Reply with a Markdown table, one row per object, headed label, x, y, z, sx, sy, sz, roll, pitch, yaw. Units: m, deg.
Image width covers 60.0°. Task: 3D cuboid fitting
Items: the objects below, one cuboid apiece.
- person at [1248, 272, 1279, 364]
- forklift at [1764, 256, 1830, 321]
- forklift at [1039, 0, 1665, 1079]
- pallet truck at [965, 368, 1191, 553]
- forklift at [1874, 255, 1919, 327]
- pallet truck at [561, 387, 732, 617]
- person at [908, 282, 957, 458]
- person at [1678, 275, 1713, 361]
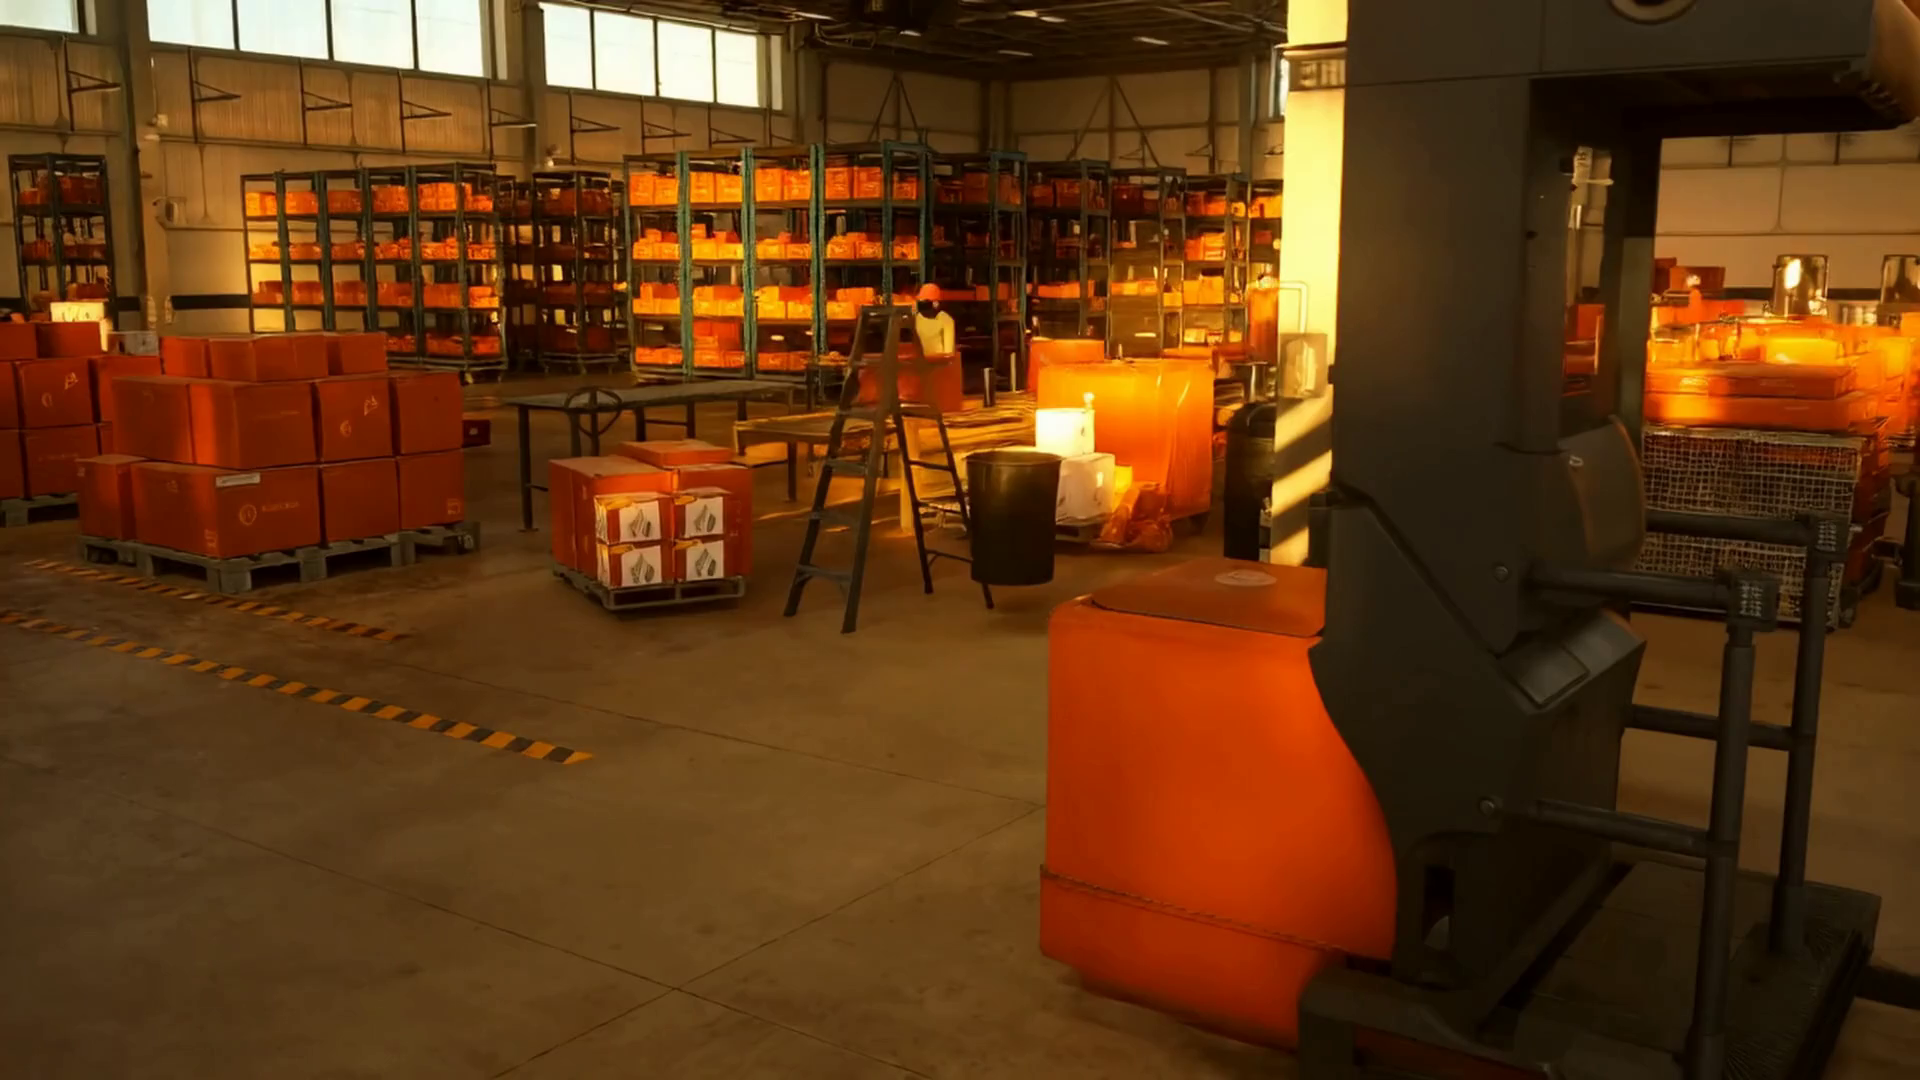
| label | x | y | z | sx | sy | sz | roll | pitch | yaw |
| --- | --- | --- | --- | --- | --- | --- | --- | --- | --- |
| person | 5.225 | -3.732 | 28.923 | 0.592 | 1.812 | 0.777 | 7 | 12 | 34 |
| forklift | 20.253 | -5.854 | 40.139 | 1.157 | 1.987 | 2.680 | 7 | 12 | 35 |
| forklift | 1.249 | -0.137 | 4.360 | 1.873 | 2.768 | 1.129 | 7 | 12 | 35 |
| pallet truck | 0.845 | -0.609 | 11.869 | 1.630 | 1.274 | 0.653 | 7 | 12 | 35 |
| forklift | 22.089 | -5.634 | 38.796 | 1.157 | 1.987 | 2.680 | 6 | 11 | 33 |
| pallet truck | -1.981 | -0.274 | 10.088 | 0.680 | 1.201 | 1.601 | -5 | 11 | -28 |
| person | -0.249 | -1.770 | 17.278 | 0.789 | 1.809 | 0.589 | -8 | 12 | -39 |
| person | 14.701 | -4.412 | 33.178 | 0.681 | 1.744 | 0.532 | 1 | 10 | 6 |
